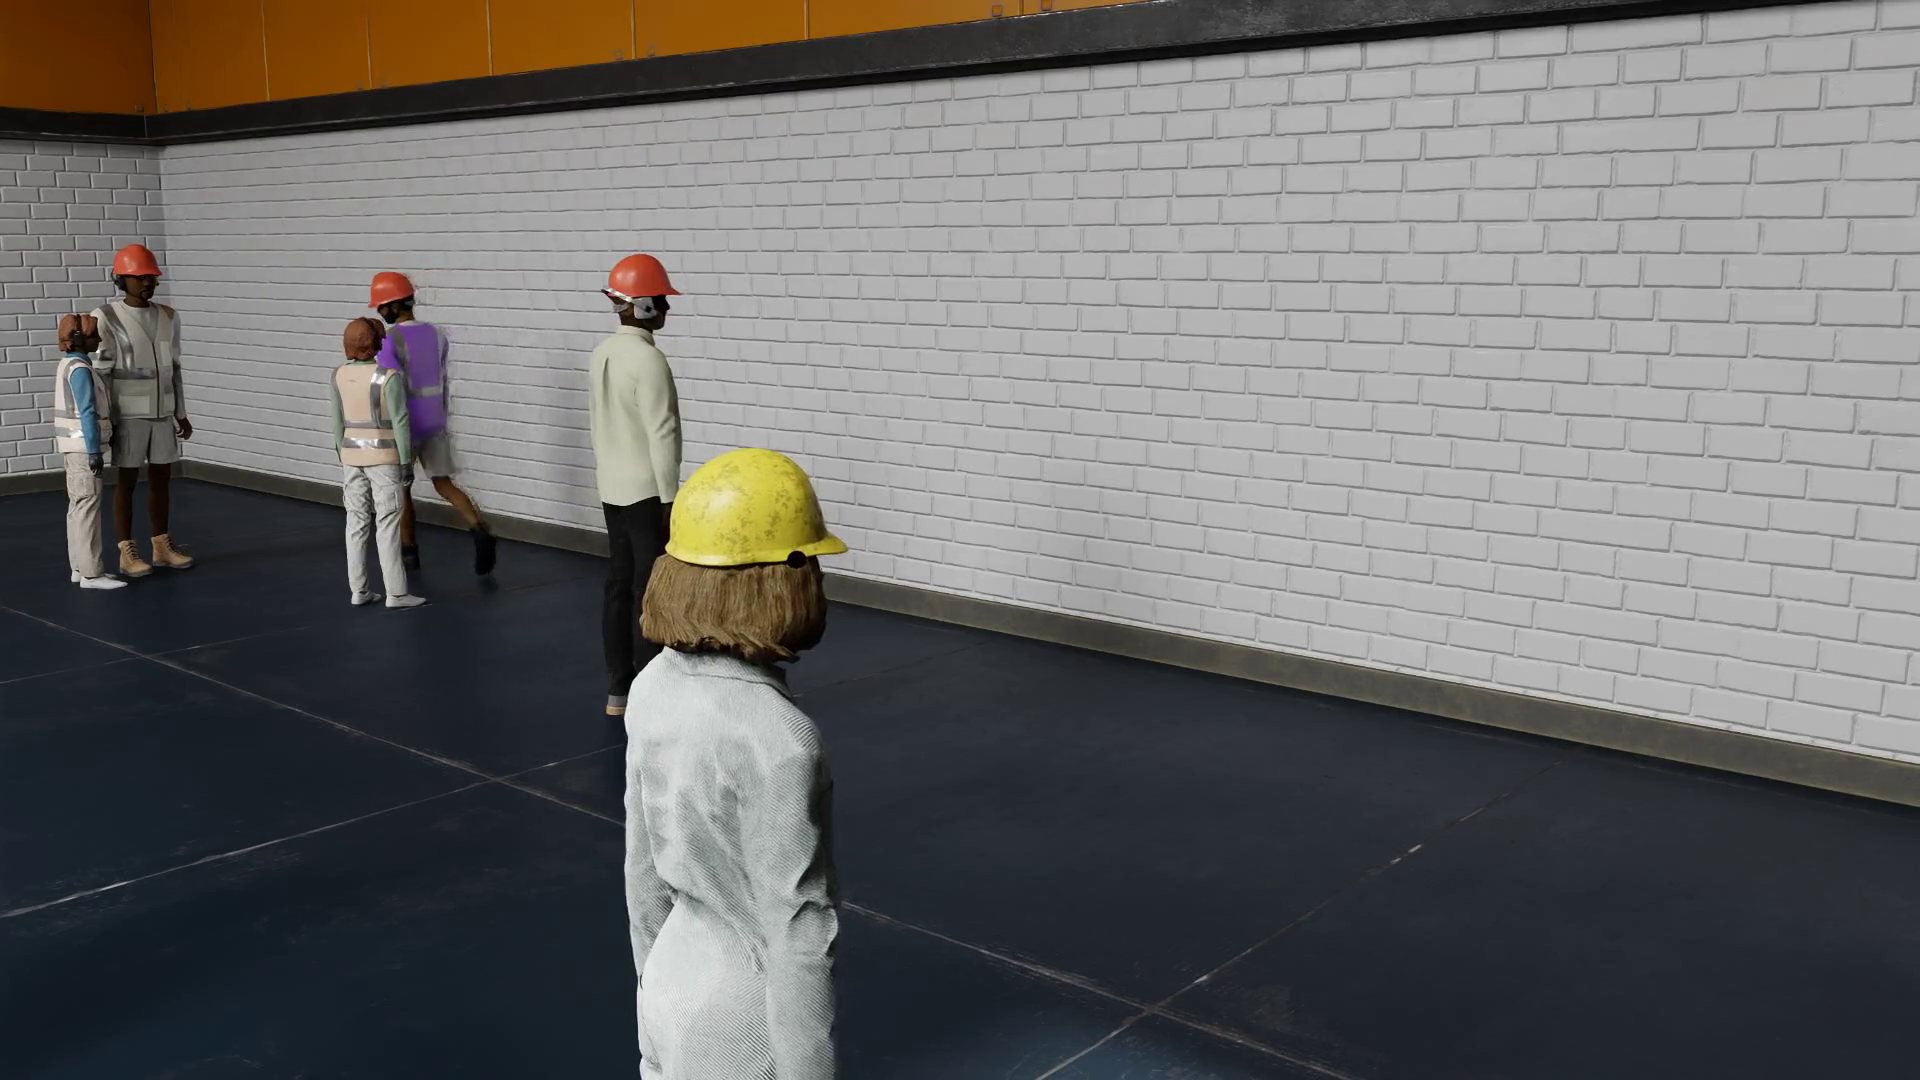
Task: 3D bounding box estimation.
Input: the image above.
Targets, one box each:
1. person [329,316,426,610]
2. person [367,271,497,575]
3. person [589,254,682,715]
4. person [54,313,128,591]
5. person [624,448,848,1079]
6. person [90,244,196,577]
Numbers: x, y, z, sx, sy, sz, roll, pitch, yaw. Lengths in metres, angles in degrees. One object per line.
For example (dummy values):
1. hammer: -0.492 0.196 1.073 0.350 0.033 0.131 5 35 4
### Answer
1. person: -3.286 -0.424 9.322 0.513 1.645 0.307 4 11 22
2. person: -3.270 -0.702 10.217 0.892 1.896 0.548 6 11 29
3. person: -1.343 -0.205 7.074 0.382 1.995 0.613 -8 12 -37
4. person: -5.199 -0.522 9.896 0.311 1.638 0.523 -7 12 -36
5. person: -0.314 0.732 2.460 0.323 1.743 0.489 -7 12 -35
6. person: -5.057 -0.803 10.347 0.397 2.044 0.609 5 11 27
